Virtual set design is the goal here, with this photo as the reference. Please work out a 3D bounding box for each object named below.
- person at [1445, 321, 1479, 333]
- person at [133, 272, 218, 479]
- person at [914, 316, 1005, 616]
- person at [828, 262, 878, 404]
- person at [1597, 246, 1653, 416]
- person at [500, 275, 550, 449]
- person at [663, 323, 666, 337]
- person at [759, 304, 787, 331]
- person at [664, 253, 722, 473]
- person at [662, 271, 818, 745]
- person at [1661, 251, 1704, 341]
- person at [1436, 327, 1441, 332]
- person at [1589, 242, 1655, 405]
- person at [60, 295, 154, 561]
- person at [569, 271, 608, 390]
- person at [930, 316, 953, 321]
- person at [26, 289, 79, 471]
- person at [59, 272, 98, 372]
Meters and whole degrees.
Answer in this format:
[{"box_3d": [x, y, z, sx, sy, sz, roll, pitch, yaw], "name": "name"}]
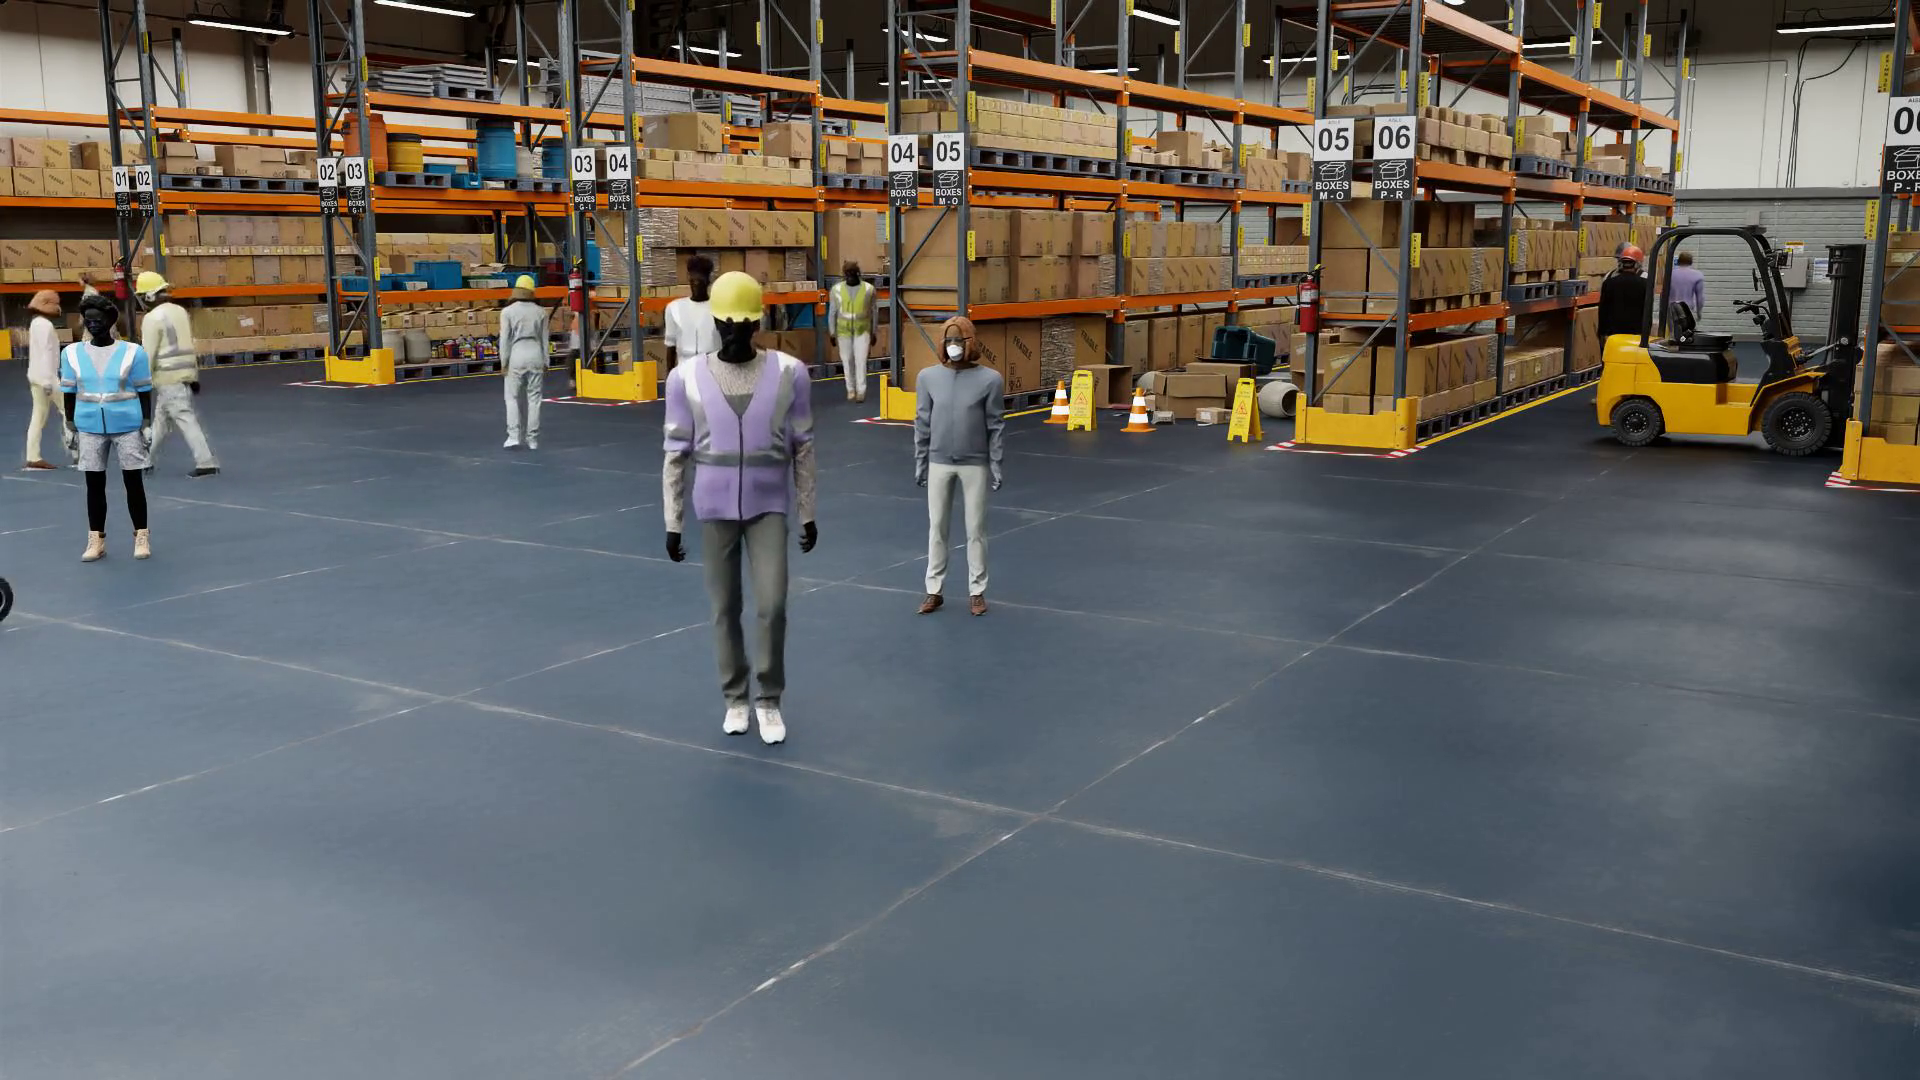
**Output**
[{"box_3d": [7.666, -3.510, 25.377, 0.626, 2.025, 0.518, 8, 13, 38], "name": "person"}, {"box_3d": [-6.836, -1.388, 14.203, 0.948, 1.771, 0.603, 0, 10, 2], "name": "person"}, {"box_3d": [-0.006, -0.399, 9.065, 0.499, 1.634, 0.285, 2, 10, 12], "name": "person"}, {"box_3d": [-1.373, -2.662, 21.335, 0.626, 1.787, 0.992, 0, 10, 0], "name": "person"}, {"box_3d": [7.746, -2.414, 19.362, 0.617, 1.990, 0.405, 10, 14, 43], "name": "person"}, {"box_3d": [-4.302, -1.762, 16.491, 0.508, 1.713, 0.473, -5, 11, -26], "name": "person"}, {"box_3d": [-6.044, -5.332, 35.733, 0.627, 1.992, 1.068, 5, 11, 25], "name": "person"}, {"box_3d": [-3.176, -3.823, 27.463, 0.634, 1.916, 0.740, 4, 11, 24], "name": "person"}, {"box_3d": [-2.054, -1.321, 13.357, 0.611, 1.944, 0.678, 1, 10, 4], "name": "person"}, {"box_3d": [-0.886, -0.118, 6.711, 0.625, 1.904, 0.629, -1, 10, -6], "name": "person"}, {"box_3d": [11.699, -3.733, 26.994, 0.638, 1.914, 0.853, 5, 11, 26], "name": "person"}, {"box_3d": [7.697, -3.725, 27.032, 0.325, 1.871, 0.521, -2, 10, -12], "name": "person"}, {"box_3d": [8.210, -2.677, 20.683, 0.536, 2.000, 0.673, -8, 13, -39], "name": "person"}, {"box_3d": [-5.426, -0.706, 10.608, 0.540, 1.695, 0.317, -3, 10, -15], "name": "person"}, {"box_3d": [-5.159, -2.912, 23.085, 0.546, 1.633, 0.914, 5, 11, 24], "name": "person"}, {"box_3d": [-0.160, -3.133, 23.782, 0.565, 1.845, 0.384, 1, 10, 6], "name": "person"}, {"box_3d": [-8.076, -1.432, 14.904, 0.736, 1.598, 0.516, -9, 13, -40], "name": "person"}, {"box_3d": [-13.089, -3.215, 24.948, 0.855, 1.595, 0.516, -4, 11, -24], "name": "person"}]
